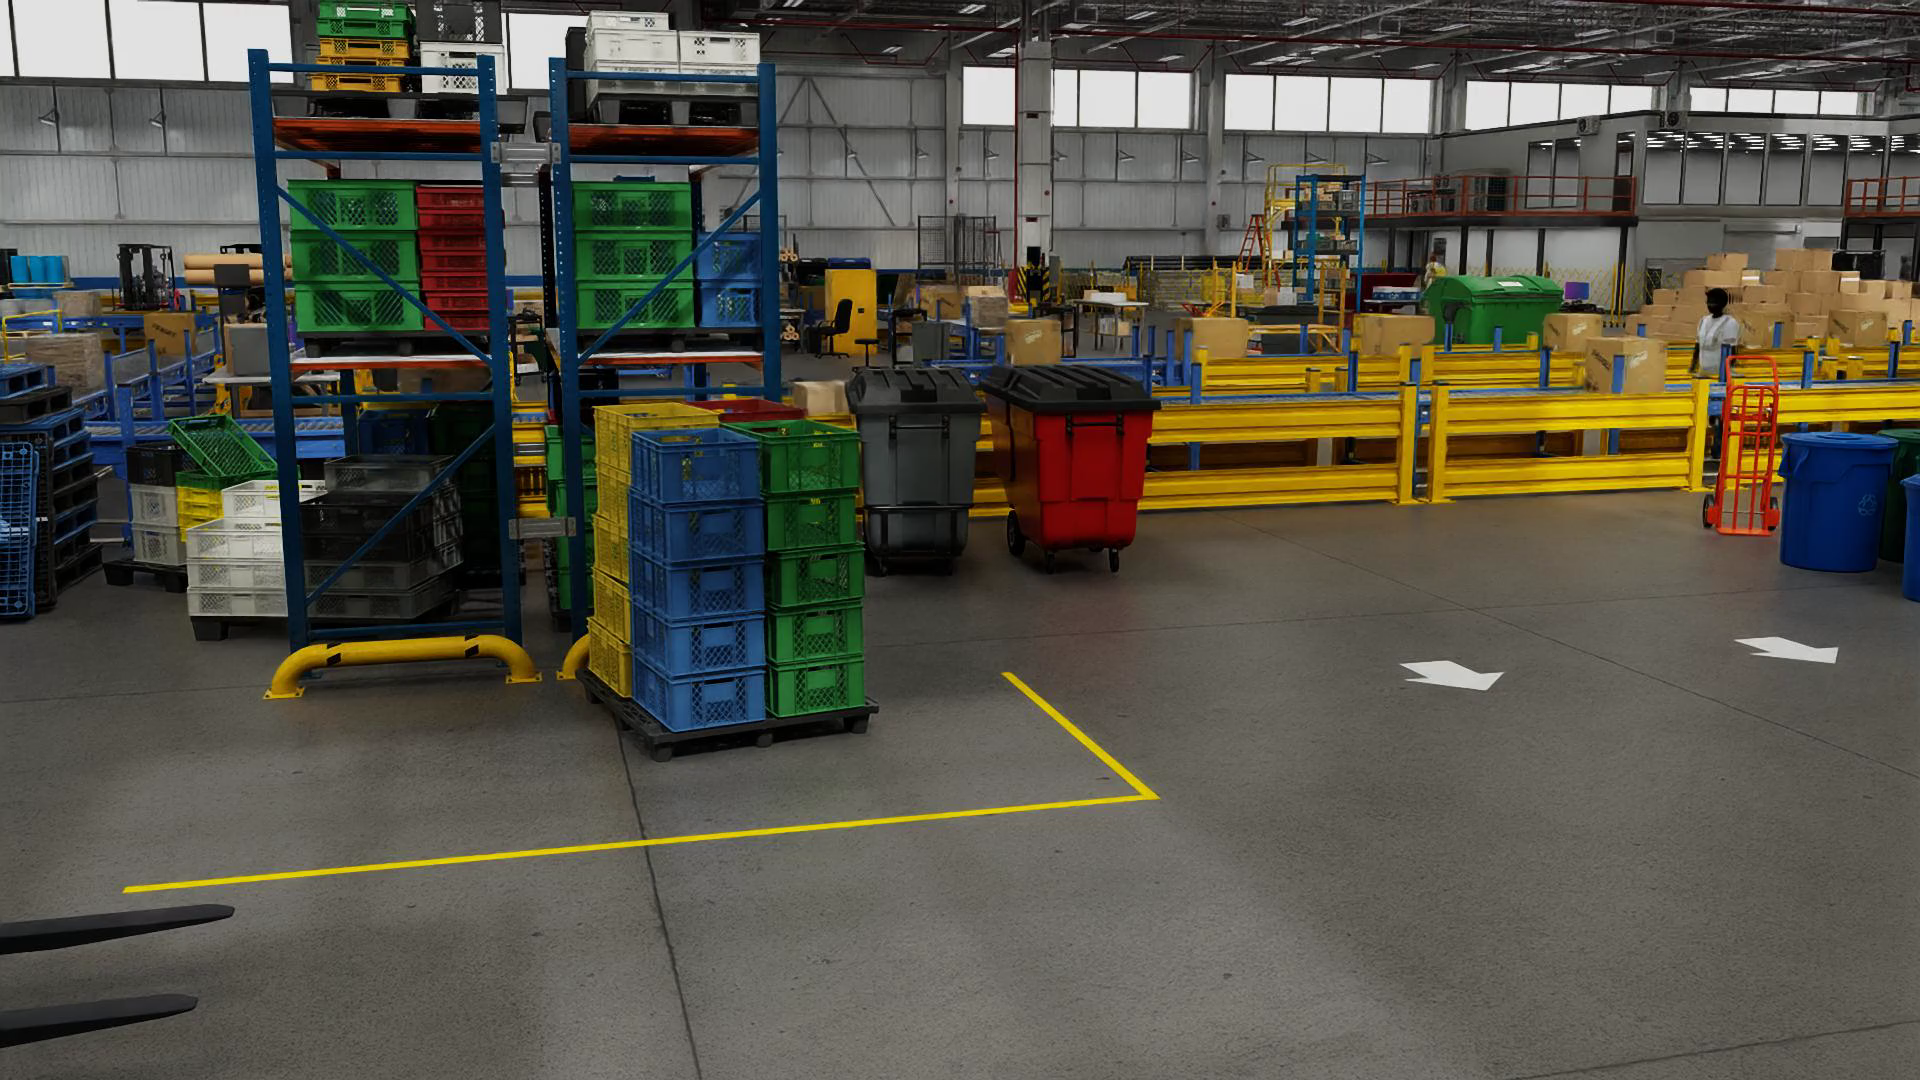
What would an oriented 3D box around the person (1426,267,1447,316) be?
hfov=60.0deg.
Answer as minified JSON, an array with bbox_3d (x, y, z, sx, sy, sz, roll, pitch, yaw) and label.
[{"bbox_3d":[8.821,-4.158,30.682,0.527,1.752,0.612,-1,10,-7],"label":"person"}]

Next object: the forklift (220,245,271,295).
[{"bbox_3d":[-17.749,-6.334,41.440,1.157,1.987,2.680,-3,10,-17],"label":"forklift"}]

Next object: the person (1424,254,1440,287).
[{"bbox_3d":[17.007,-9.343,59.793,0.585,1.852,0.926,-3,10,-16],"label":"person"}]

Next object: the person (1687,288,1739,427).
[{"bbox_3d":[8.136,-1.879,18.006,0.439,1.682,0.539,-2,10,-12],"label":"person"}]

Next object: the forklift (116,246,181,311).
[{"bbox_3d":[-19.966,-6.232,40.894,1.157,1.987,2.680,-3,10,-15],"label":"forklift"}]

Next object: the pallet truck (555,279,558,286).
[{"bbox_3d":[-10.604,-6.375,44.520,0.653,1.274,1.630,-3,10,-15],"label":"pallet truck"}]
